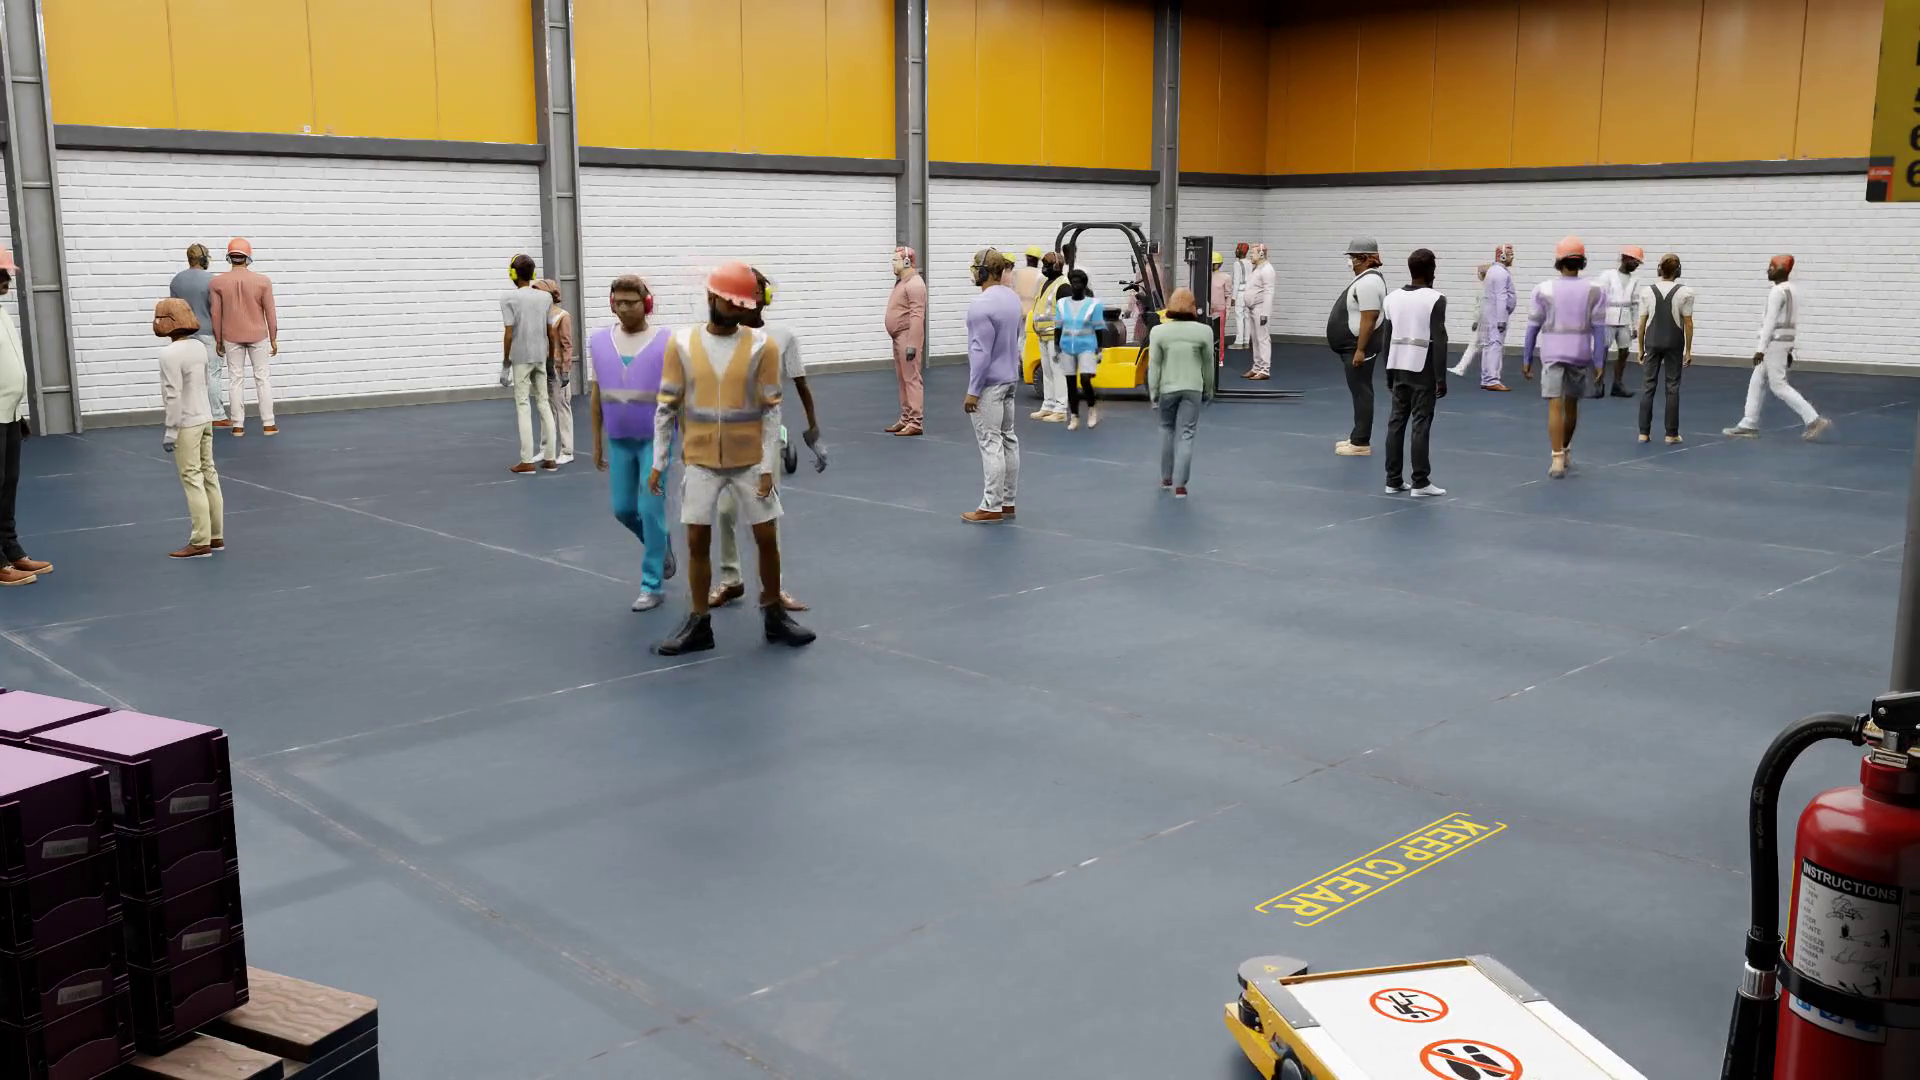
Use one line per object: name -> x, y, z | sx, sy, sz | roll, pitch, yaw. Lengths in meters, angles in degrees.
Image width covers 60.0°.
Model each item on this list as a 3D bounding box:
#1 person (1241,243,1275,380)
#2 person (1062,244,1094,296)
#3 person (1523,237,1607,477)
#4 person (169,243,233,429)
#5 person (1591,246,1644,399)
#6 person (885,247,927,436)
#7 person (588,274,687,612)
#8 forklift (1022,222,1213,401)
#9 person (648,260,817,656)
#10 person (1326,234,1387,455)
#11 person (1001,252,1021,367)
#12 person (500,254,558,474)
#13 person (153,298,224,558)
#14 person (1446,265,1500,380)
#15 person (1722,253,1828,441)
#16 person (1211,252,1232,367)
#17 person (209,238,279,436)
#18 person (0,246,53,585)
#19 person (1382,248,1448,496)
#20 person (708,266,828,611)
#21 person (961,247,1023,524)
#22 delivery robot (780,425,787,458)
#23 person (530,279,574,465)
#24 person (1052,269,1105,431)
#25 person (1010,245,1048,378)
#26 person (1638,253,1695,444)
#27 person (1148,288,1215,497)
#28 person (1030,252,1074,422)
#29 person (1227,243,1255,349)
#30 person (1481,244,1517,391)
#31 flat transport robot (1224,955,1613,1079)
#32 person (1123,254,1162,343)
person -> 4.187, -3.201, 23.367 | 0.399, 1.909, 0.642 | -1, 10, -6
person -> 1.605, -3.332, 24.078 | 0.619, 1.906, 1.001 | -3, 11, -17
person -> 5.133, -1.560, 14.169 | 0.625, 1.993, 1.050 | 2, 11, 10
person -> -7.912, -2.121, 17.389 | 0.632, 1.939, 0.368 | 3, 11, 16
person -> 8.150, -2.689, 20.645 | 0.676, 1.892, 0.408 | -2, 11, -8
person -> -0.562, -2.012, 16.883 | 0.409, 1.907, 0.648 | -3, 11, -16
person -> -1.719, -0.555, 9.174 | 0.587, 1.825, 0.686 | 3, 11, 14
forklift -> 1.935, -2.847, 20.651 | 2.313, 2.155, 1.214 | 2, 11, 13
person -> -1.110, -0.380, 8.007 | 0.764, 1.906, 0.429 | 0, 10, -2
person -> 3.665, -1.809, 15.407 | 0.539, 2.000, 0.689 | 3, 11, 14
person -> 0.743, -3.550, 25.654 | 0.533, 1.767, 0.326 | 3, 11, 16
person -> -3.681, -1.496, 14.184 | 0.310, 1.865, 0.533 | 10, 14, 43
person -> -4.872, -0.702, 10.479 | 0.286, 1.634, 0.500 | 0, 10, 1
person -> 7.233, -3.043, 23.304 | 0.807, 1.599, 0.541 | 4, 11, 22
person -> 8.135, -1.901, 16.449 | 0.910, 1.856, 0.576 | 7, 12, 33
person -> 3.914, -3.542, 25.621 | 0.524, 1.764, 0.329 | 4, 11, 23
person -> -7.215, -2.042, 16.805 | 0.617, 1.994, 0.381 | -4, 11, -19
person -> -5.619, -0.741, 9.704 | 0.376, 1.997, 0.610 | -2, 11, -10
person -> 3.535, -1.298, 12.955 | 0.390, 1.920, 0.587 | -7, 13, -34
person -> -1.070, -0.530, 8.927 | 0.668, 1.867, 0.389 | -1, 10, -6
person -> 0.219, -1.078, 11.701 | 0.370, 1.941, 0.627 | 5, 12, 26
delivery robot -> -1.706, -0.913, 14.324 | 0.477, 0.478, 0.707 | -3, 11, -15
person -> -3.627, -1.489, 14.758 | 0.514, 1.640, 0.310 | 8, 13, 36
person -> 1.213, -1.952, 17.179 | 0.536, 1.684, 0.372 | 5, 11, 25
person -> 0.938, -3.144, 23.087 | 0.588, 1.898, 0.696 | 4, 11, 19
person -> 6.843, -1.849, 16.160 | 0.507, 1.846, 0.345 | 7, 12, 33
person -> 1.739, -1.159, 13.050 | 0.504, 1.606, 0.723 | 2, 11, 11
person -> 1.004, -2.210, 18.139 | 0.429, 1.844, 0.624 | -4, 11, -21
person -> 5.015, -4.343, 29.650 | 0.350, 1.884, 0.583 | 9, 13, 39
person -> 7.054, -2.903, 21.738 | 0.399, 1.909, 0.642 | 1, 10, 6
flat transport robot -> 1.143, 1.248, 3.570 | 0.652, 0.197, 1.431 | -2, 11, -13
person -> 2.670, -3.427, 24.699 | 0.945, 1.857, 0.671 | 4, 11, 20
